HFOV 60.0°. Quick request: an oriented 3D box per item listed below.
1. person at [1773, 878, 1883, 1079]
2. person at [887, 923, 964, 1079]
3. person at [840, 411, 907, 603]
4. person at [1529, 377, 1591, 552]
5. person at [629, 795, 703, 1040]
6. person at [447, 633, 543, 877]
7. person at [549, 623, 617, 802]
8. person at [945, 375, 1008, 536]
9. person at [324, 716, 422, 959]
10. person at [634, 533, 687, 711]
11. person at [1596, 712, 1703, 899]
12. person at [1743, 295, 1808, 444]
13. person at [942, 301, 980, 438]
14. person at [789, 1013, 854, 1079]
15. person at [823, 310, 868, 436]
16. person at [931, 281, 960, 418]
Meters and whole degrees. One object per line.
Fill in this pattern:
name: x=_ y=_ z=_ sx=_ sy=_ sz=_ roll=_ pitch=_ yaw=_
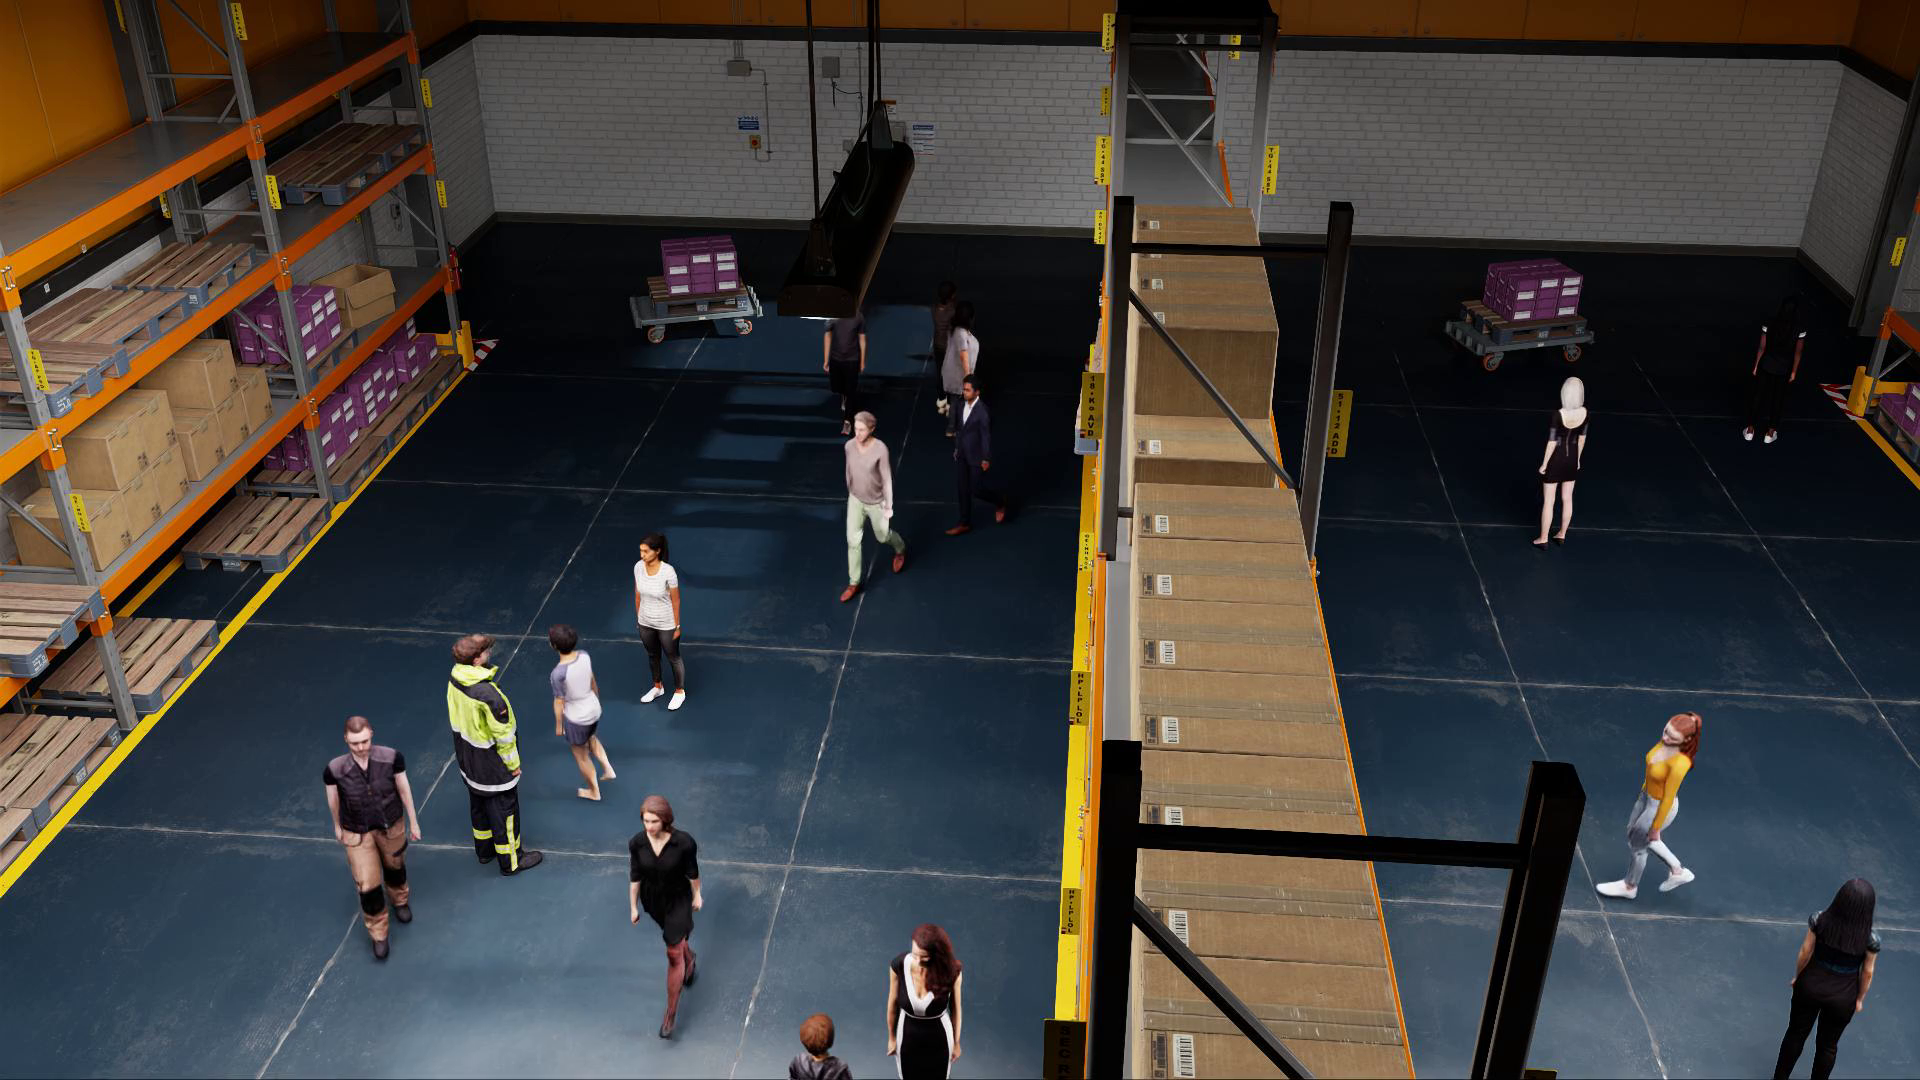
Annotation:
person: x=5.253 y=2.746 z=10.085 sx=0.631 sy=1.737 sz=0.640 roll=18 pitch=33 yaw=30
person: x=-0.207 y=2.924 z=9.696 sx=0.585 sy=1.796 sz=0.484 roll=3 pitch=29 yaw=6
person: x=-0.807 y=-0.388 z=15.716 sx=0.994 sy=1.847 sz=1.292 roll=14 pitch=32 yaw=24
person: x=5.933 y=-0.750 z=16.396 sx=0.627 sy=1.831 sz=0.595 roll=-6 pitch=29 yaw=-11
person: x=-1.894 y=2.322 z=10.931 sx=0.621 sy=1.670 sz=0.997 roll=4 pitch=29 yaw=7
person: x=-3.428 y=1.534 z=12.050 sx=0.870 sy=1.983 sz=0.879 roll=22 pitch=35 yaw=34
person: x=-2.879 y=1.351 z=12.837 sx=0.712 sy=1.551 sz=0.634 roll=12 pitch=31 yaw=21
person: x=0.190 y=-0.865 z=16.732 sx=1.062 sy=1.710 sz=1.022 roll=-19 pitch=34 yaw=-31
person: x=-4.064 y=1.919 z=11.523 sx=0.924 sy=1.812 sz=1.019 roll=-14 pitch=31 yaw=-23
person: x=-2.527 y=0.670 z=13.986 sx=0.636 sy=1.646 sz=0.627 roll=13 pitch=31 yaw=22
person: x=4.967 y=1.904 z=11.644 sx=0.739 sy=1.722 sz=0.821 roll=7 pitch=29 yaw=13
person: x=9.148 y=-1.927 z=18.661 sx=0.692 sy=1.729 sz=0.700 roll=13 pitch=31 yaw=23
person: x=-0.094 y=-1.918 z=18.791 sx=0.784 sy=1.588 sz=0.671 roll=-4 pitch=29 yaw=-7
person: x=-0.766 y=3.275 z=9.419 sx=0.575 sy=1.446 sz=0.569 roll=8 pitch=30 yaw=14
person: x=-1.276 y=-2.091 z=18.948 sx=0.721 sy=1.741 sz=0.946 roll=6 pitch=29 yaw=11
person: x=-0.159 y=-2.202 z=19.232 sx=0.705 sy=1.665 sz=0.767 roll=15 pitch=32 yaw=25
